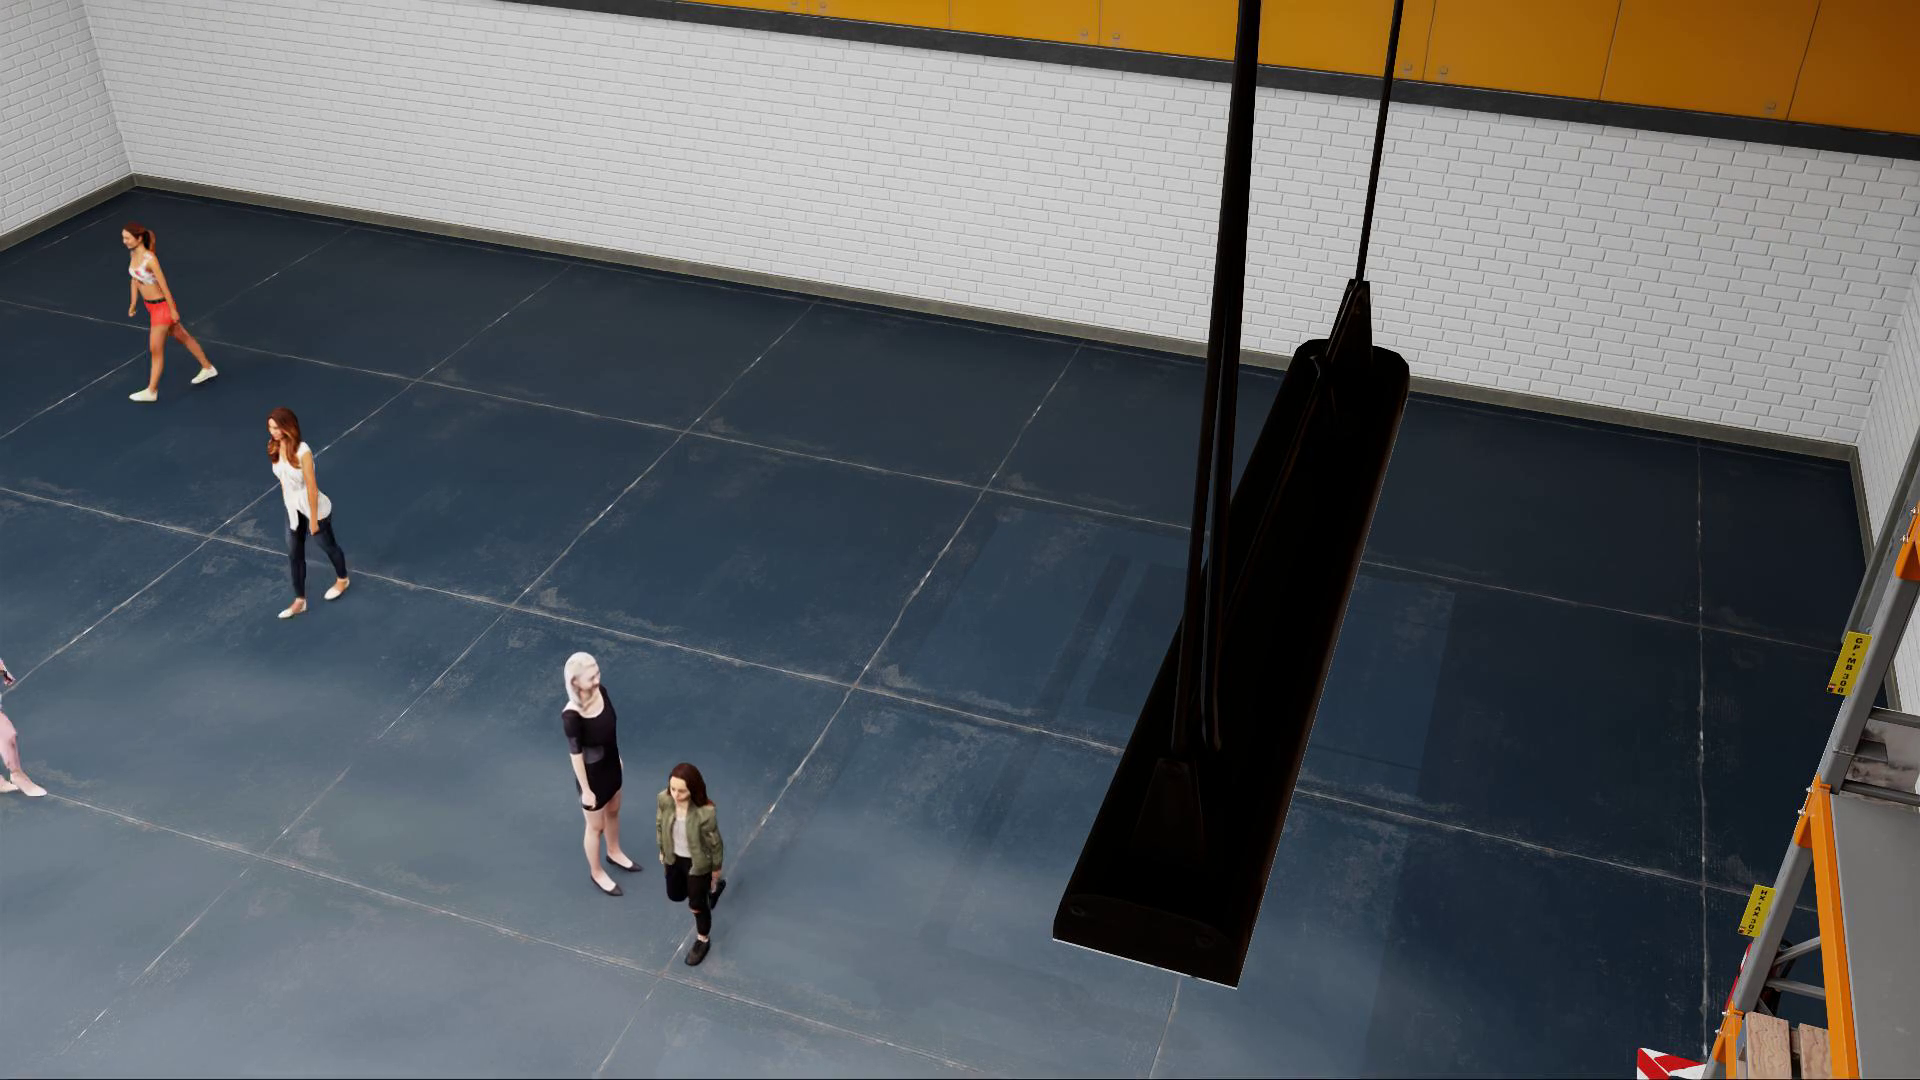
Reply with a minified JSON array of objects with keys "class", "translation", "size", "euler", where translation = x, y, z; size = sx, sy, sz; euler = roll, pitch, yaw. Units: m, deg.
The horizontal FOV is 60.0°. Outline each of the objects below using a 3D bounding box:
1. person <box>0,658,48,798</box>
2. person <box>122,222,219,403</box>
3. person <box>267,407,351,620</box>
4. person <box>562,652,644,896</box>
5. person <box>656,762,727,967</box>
[{"class":"person","translation":[-6.646,0.995,11.070],"size":[0.834,1.783,0.762],"euler":[-1,34,-2]},{"class":"person","translation":[-7.584,-2.233,15.954],"size":[0.875,1.752,1.187],"euler":[28,43,35]},{"class":"person","translation":[-5.043,-0.286,13.015],"size":[0.670,1.763,0.917],"euler":[14,36,20]},{"class":"person","translation":[-2.267,1.444,10.350],"size":[0.631,1.831,0.410],"euler":[11,35,16]},{"class":"person","translation":[-1.588,1.879,10.027],"size":[0.649,1.463,0.798],"euler":[16,37,22]}]
